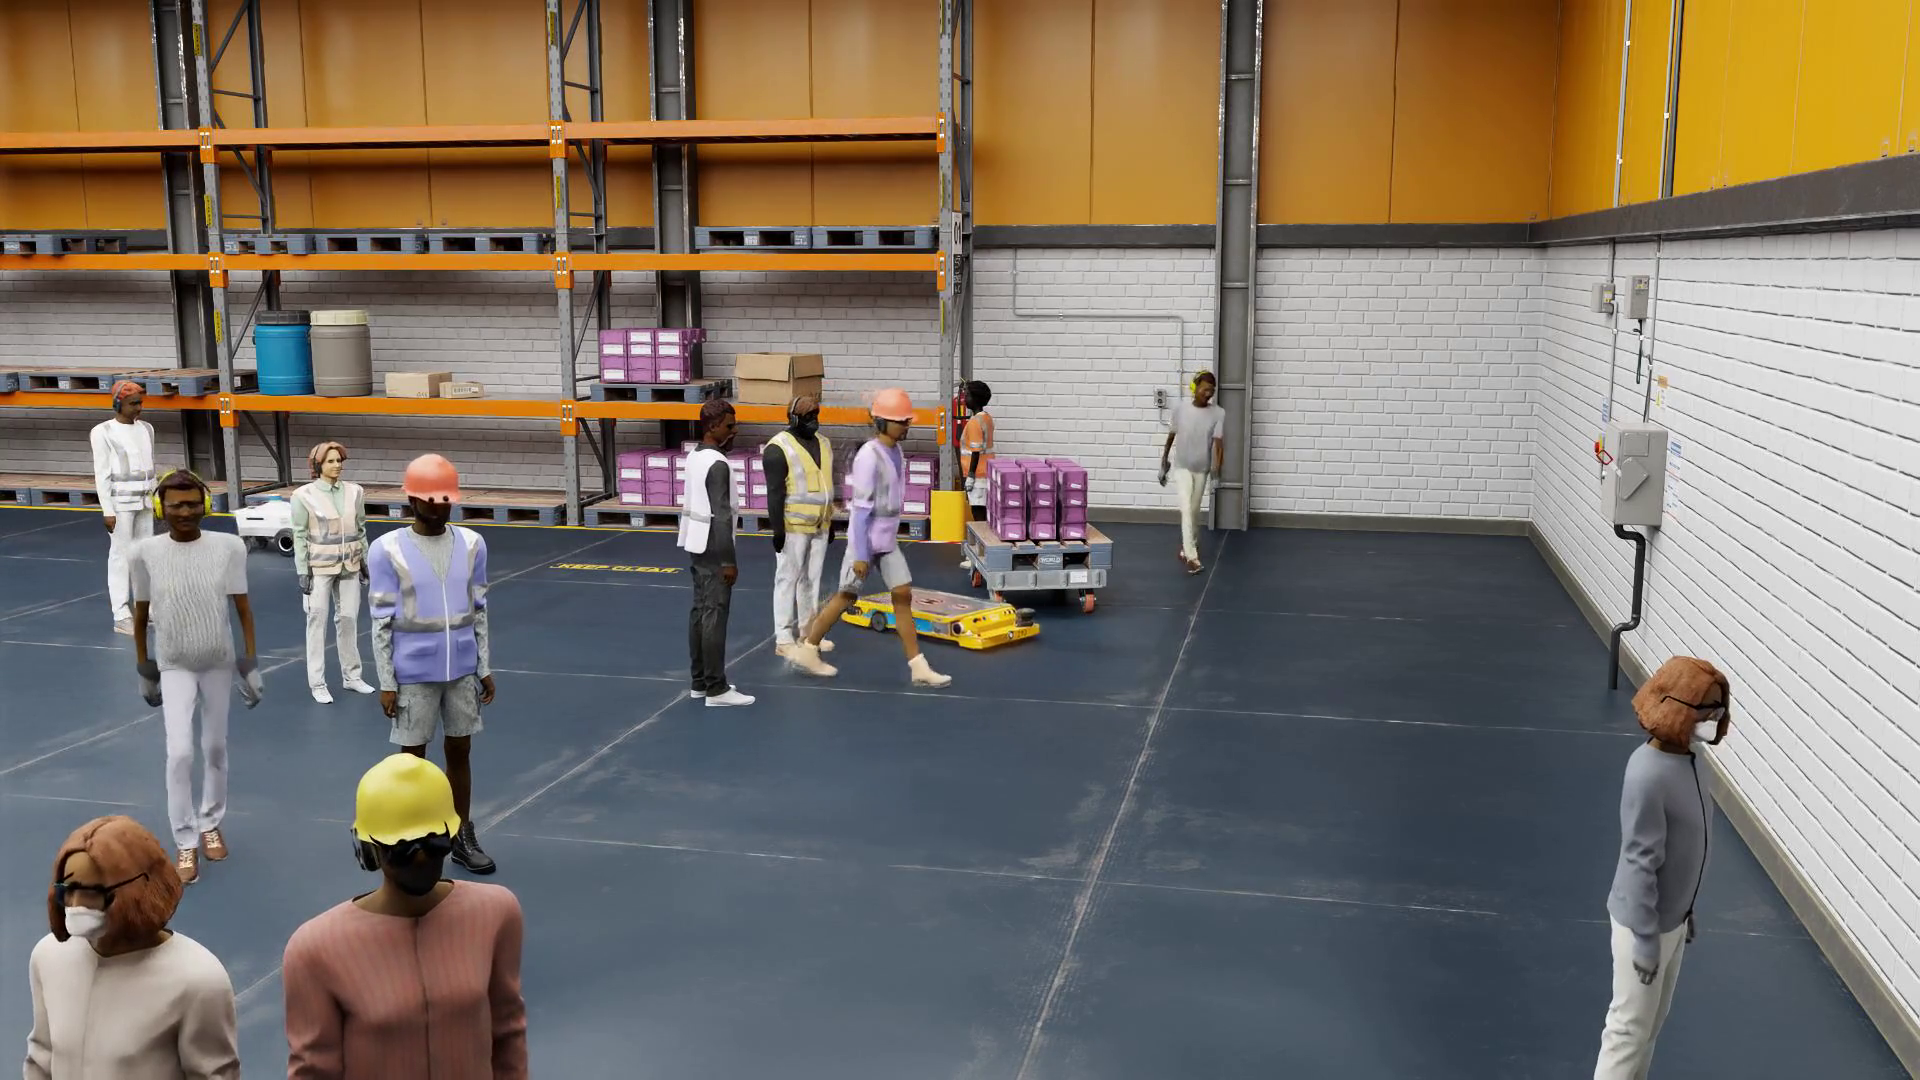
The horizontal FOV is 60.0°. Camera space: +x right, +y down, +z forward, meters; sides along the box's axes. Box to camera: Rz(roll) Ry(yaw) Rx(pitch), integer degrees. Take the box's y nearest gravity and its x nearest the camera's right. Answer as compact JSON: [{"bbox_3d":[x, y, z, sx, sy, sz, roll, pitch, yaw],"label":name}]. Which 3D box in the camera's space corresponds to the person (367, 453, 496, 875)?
[{"bbox_3d":[-2.329,0.575,7.414,0.544,1.935,0.361,-8,13,-41],"label":"person"}]

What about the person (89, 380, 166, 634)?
[{"bbox_3d":[-6.195,-0.250,12.445,0.356,1.886,0.572,2,10,14],"label":"person"}]

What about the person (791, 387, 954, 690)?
[{"bbox_3d":[-0.608,-0.012,10.809,1.116,1.981,0.619,4,10,22],"label":"person"}]

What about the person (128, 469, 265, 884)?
[{"bbox_3d":[-3.431,0.602,7.521,0.506,1.844,0.728,-5,11,-29],"label":"person"}]

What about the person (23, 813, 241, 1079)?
[{"bbox_3d":[-1.764,1.376,3.559,0.499,1.635,0.287,2,10,13],"label":"person"}]

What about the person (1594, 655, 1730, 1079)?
[{"bbox_3d":[2.087,1.141,4.953,0.283,1.633,0.498,7,12,37],"label":"person"}]

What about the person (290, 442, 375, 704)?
[{"bbox_3d":[-3.966,0.196,10.516,0.309,1.645,0.515,7,12,35],"label":"person"}]

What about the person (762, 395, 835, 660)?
[{"bbox_3d":[-1.093,-0.097,11.667,0.429,1.842,0.630,7,12,35],"label":"person"}]

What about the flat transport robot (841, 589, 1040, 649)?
[{"bbox_3d":[-0.162,0.561,12.413,1.431,0.197,0.652,8,13,41],"label":"flat transport robot"}]

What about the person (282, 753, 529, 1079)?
[{"bbox_3d":[-1.153,1.309,3.562,0.523,1.769,0.323,-8,12,-39],"label":"person"}]

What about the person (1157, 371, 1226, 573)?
[{"bbox_3d":[2.077,-0.625,14.954,0.572,1.800,0.967,1,10,4],"label":"person"}]

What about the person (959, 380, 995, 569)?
[{"bbox_3d":[0.160,-0.590,15.010,0.318,1.699,0.532,2,10,12],"label":"person"}]

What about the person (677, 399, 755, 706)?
[{"bbox_3d":[-1.555,0.080,10.410,0.395,1.914,0.587,-4,11,-25],"label":"person"}]

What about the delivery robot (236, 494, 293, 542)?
[{"bbox_3d":[-6.476,-0.193,15.765,0.707,0.478,0.477,2,10,10],"label":"delivery robot"}]
